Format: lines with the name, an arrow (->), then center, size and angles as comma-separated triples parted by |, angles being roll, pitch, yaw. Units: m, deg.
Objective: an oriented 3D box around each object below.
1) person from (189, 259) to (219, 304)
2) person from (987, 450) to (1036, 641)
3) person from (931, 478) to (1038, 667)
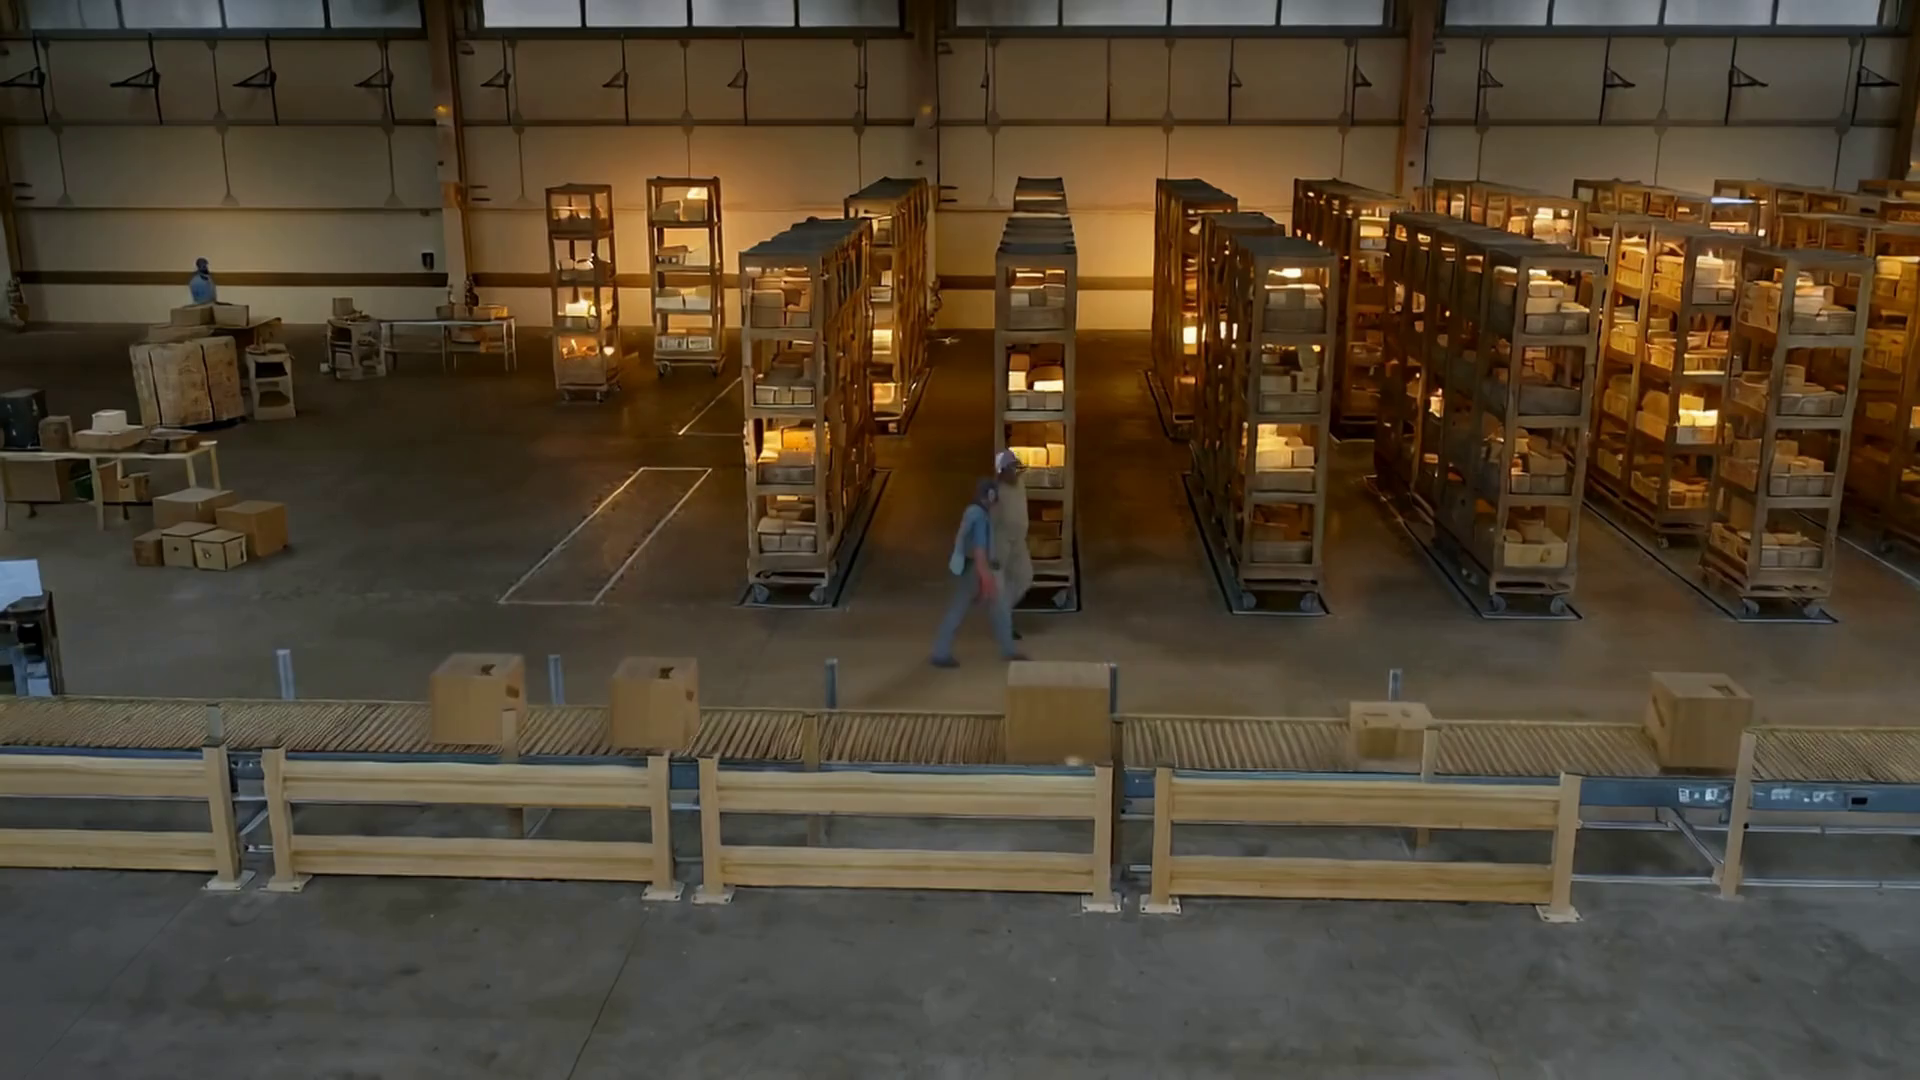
person -> -14.893, -4.584, 32.882 | 0.357, 1.938, 0.545 | 12, 19, 39
person -> 0.458, 0.059, 15.748 | 0.431, 1.881, 0.670 | 9, 18, 30
person -> 0.196, 0.306, 15.022 | 1.008, 1.779, 0.583 | 1, 15, 3
